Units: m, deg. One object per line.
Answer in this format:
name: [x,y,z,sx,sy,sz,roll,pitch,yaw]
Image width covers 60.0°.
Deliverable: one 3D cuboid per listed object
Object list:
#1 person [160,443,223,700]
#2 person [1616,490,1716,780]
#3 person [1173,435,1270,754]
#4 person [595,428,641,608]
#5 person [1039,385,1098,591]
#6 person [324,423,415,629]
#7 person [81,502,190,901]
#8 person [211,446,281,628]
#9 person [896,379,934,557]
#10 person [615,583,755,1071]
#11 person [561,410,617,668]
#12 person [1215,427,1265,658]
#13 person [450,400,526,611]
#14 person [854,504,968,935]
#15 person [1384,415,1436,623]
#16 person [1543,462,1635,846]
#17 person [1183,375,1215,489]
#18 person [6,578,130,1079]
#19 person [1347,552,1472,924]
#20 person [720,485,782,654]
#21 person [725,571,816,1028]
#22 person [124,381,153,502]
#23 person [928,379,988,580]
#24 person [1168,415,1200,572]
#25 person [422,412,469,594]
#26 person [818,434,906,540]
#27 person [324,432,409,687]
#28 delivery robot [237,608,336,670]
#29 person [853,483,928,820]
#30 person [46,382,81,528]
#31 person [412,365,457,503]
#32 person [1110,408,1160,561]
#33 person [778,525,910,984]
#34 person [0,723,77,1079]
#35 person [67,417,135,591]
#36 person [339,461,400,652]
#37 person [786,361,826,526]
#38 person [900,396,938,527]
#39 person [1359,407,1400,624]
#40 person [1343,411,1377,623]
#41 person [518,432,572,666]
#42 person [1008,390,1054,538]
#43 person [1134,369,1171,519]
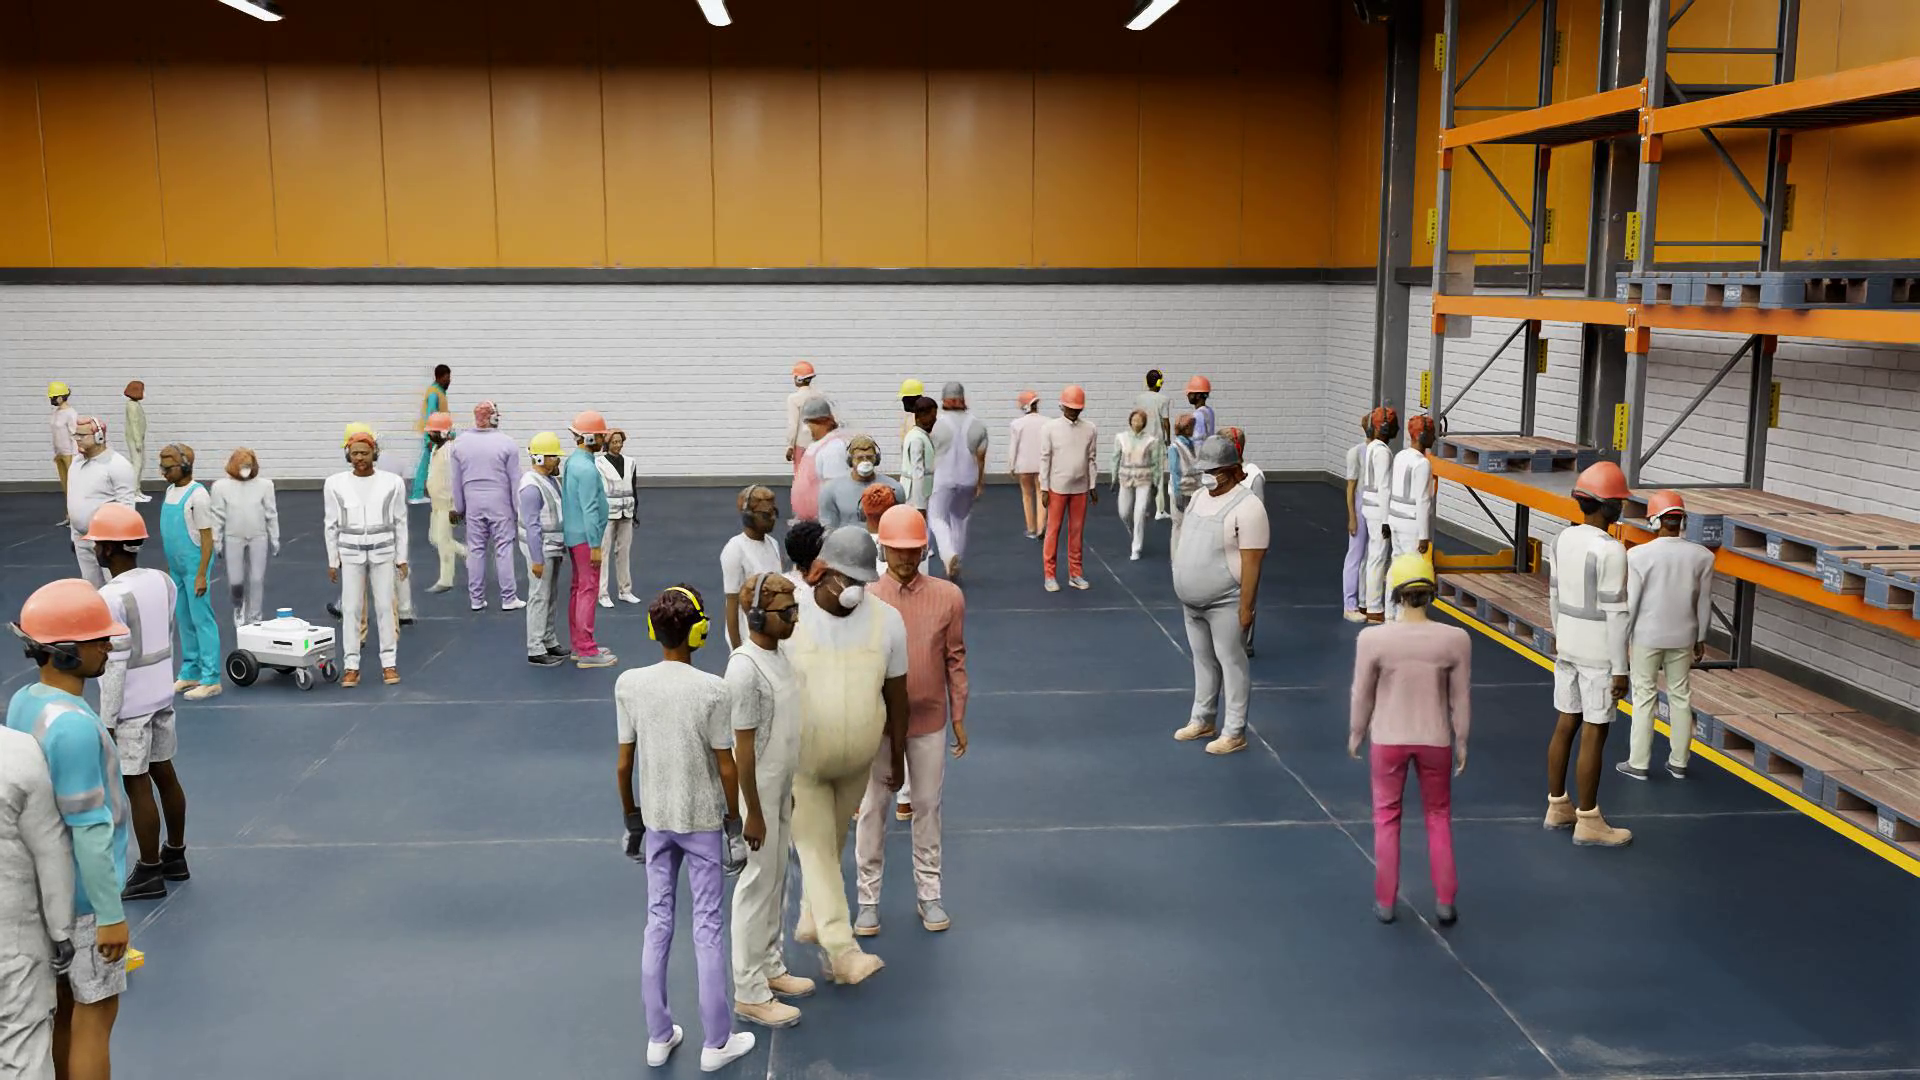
person: [-5.529,0.220,11.896,0.507,1.844,0.345,6,11,35]
person: [4.211,0.570,10.005,0.574,1.740,0.344,-1,9,-4]
person: [1.616,0.328,10.596,0.535,2.000,0.680,-5,10,-29]
person: [-3.159,-0.208,15.221,0.306,1.640,0.522,8,12,40]
person: [1.055,-0.498,15.968,0.612,1.983,0.407,-4,10,-21]
person: [-5.078,-0.119,14.252,0.927,1.764,0.606,4,10,26]
person: [-4.019,0.781,8.074,0.361,1.939,0.542,1,9,5]
person: [-5.983,0.010,13.940,0.504,1.616,0.410,-5,10,-27]
person: [-0.480,-0.761,17.800,0.372,1.923,0.594,-4,10,-26]
person: [-1.055,1.090,6.344,0.520,1.873,0.328,3,9,16]
person: [-2.875,-0.009,12.891,0.407,1.987,0.615,-4,10,-24]
person: [2.173,0.024,13.136,0.379,1.837,0.570,-6,11,-31]
person: [-4.229,-0.304,14.990,0.653,1.905,0.408,1,9,5]
person: [-0.264,0.821,7.640,0.626,1.994,0.383,-2,9,-10]
person: [3.742,-0.097,13.802,0.357,1.876,0.573,-1,9,-7]
person: [3.379,0.602,8.875,0.374,2.043,0.608,-2,9,-13]
person: [2.588,-0.819,18.115,0.349,1.942,0.545,3,10,18]
person: [-2.897,1.137,5.514,0.375,2.043,0.610,-9,13,-44]
person: [2.082,0.929,7.714,0.536,1.763,0.344,1,9,4]
person: [-1.168,0.597,9.529,0.336,1.846,0.512,4,10,23]
person: [-0.782,1.035,6.768,0.332,1.844,0.518,1,9,8]
person: [-10.982,-1.312,22.205,0.284,1.624,0.494,-3,10,-20]
person: [-0.069,-0.618,16.541,0.691,2.000,0.808,-3,10,-20]
person: [2.273,-0.457,16.868,0.329,1.626,0.568,7,11,37]
person: [-4.877,-0.365,15.886,0.524,1.737,0.579,-6,11,-32]
person: [-0.669,0.231,11.526,0.630,1.938,0.369,-3,10,-18]
person: [-4.367,0.141,12.271,0.574,1.882,0.358,-3,10,-18]
delivery robot: [-4.986,0.749,12.312,0.707,0.478,0.477,4,10,21]
person: [-0.448,0.623,9.234,0.584,1.882,0.337,0,9,3]
person: [-10.735,-1.019,19.952,0.524,1.761,0.339,6,11,35]
person: [-6.820,-1.378,21.899,0.949,1.847,0.578,-2,9,-13]
person: [1.897,-0.616,17.801,0.538,1.622,0.576,4,10,21]
person: [-0.559,0.861,7.252,0.691,2.000,1.007,-3,10,-21]
person: [-3.150,1.233,5.335,0.651,1.907,0.409,-1,9,-9]
person: [-6.868,-0.028,13.251,0.639,1.911,0.406,4,10,24]
person: [-4.718,0.051,13.272,0.569,1.743,0.353,-1,9,-7]
person: [-1.864,-1.161,20.084,0.375,1.997,0.608,7,12,38]
person: [-0.387,-0.371,15.393,0.398,1.913,0.590,0,9,-1]
person: [3.658,-0.213,14.491,0.354,1.883,0.576,0,9,0]
person: [3.583,-0.205,14.556,0.506,1.847,0.346,-6,11,-33]
person: [-3.215,0.068,12.931,0.405,1.824,0.586,0,9,1]
person: [0.836,-0.863,19.085,0.598,1.711,0.441,-1,9,-5]
person: [2.398,-1.184,20.653,0.517,1.865,0.328,5,10,30]
